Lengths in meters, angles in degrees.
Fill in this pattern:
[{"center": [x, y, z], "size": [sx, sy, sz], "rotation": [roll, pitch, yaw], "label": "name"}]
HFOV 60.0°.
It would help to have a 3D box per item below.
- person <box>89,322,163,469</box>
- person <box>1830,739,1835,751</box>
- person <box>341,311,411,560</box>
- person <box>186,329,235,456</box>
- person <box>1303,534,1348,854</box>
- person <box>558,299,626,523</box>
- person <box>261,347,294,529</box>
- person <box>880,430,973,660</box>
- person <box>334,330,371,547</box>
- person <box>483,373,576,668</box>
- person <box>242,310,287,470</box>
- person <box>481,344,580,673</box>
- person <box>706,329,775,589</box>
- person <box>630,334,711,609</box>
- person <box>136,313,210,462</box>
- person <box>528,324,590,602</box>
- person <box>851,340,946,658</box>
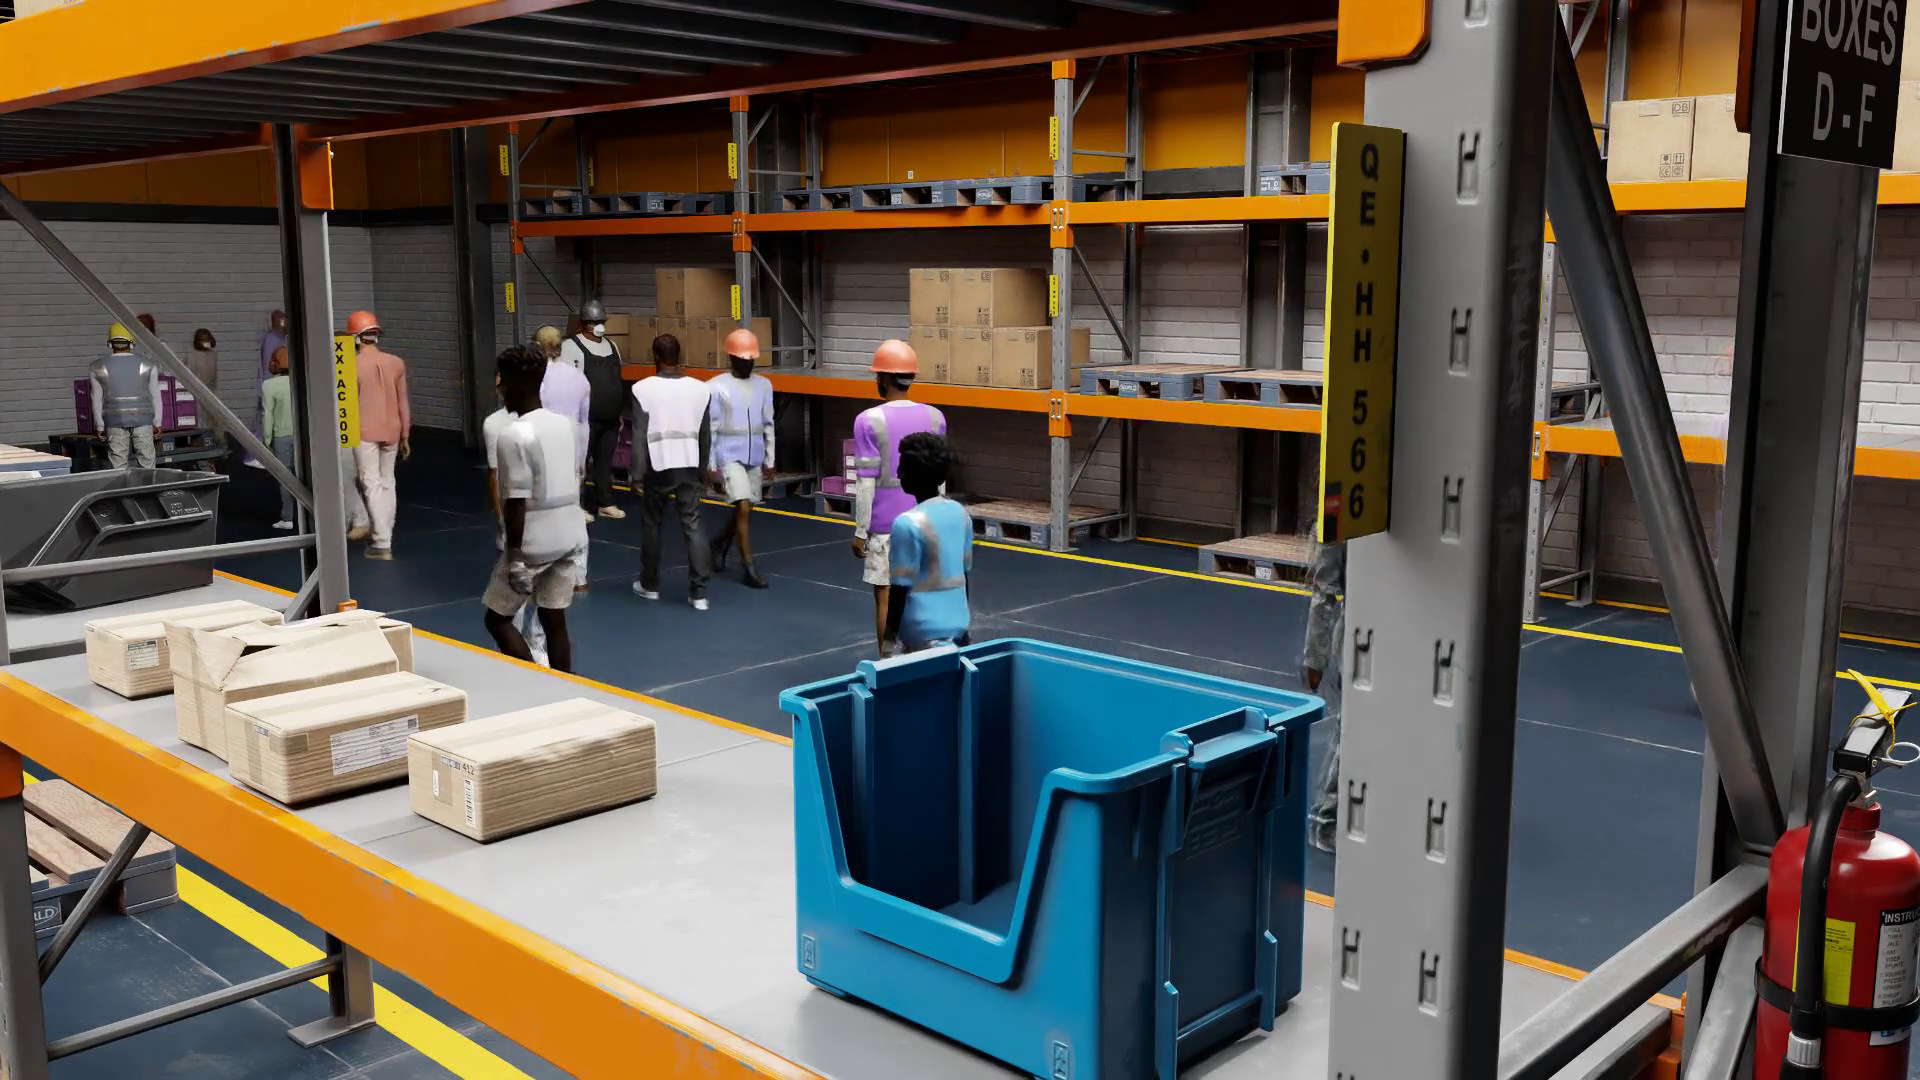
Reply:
[{"center": [-7.684, -1.095, 15.364], "size": [0.590, 1.833, 0.404], "rotation": [-5, 11, -28], "label": "person"}, {"center": [4.017, -0.013, 8.125], "size": [0.623, 2.030, 0.665], "rotation": [-4, 10, -21], "label": "person"}, {"center": [-4.721, -0.829, 13.305], "size": [0.498, 1.994, 0.634], "rotation": [6, 11, 35], "label": "person"}, {"center": [-9.213, -1.780, 20.301], "size": [0.833, 1.585, 0.527], "rotation": [5, 10, 26], "label": "person"}, {"center": [1.625, 0.451, 6.254], "size": [0.488, 1.700, 0.805], "rotation": [-6, 11, -32], "label": "person"}, {"center": [-3.330, -1.186, 15.282], "size": [0.537, 2.000, 0.674], "rotation": [7, 12, 37], "label": "person"}, {"center": [-5.989, -0.911, 14.879], "size": [0.288, 1.626, 0.497], "rotation": [8, 12, 40], "label": "person"}, {"center": [-0.115, 0.366, 6.973], "size": [0.891, 1.653, 0.536], "rotation": [4, 10, 23], "label": "person"}, {"center": [-5.190, -0.855, 13.966], "size": [0.624, 1.812, 0.823], "rotation": [4, 10, 21], "label": "person"}, {"center": [-2.397, -0.103, 9.224], "size": [0.442, 1.846, 0.538], "rotation": [4, 10, 22], "label": "person"}, {"center": [-7.821, -1.721, 19.173], "size": [1.032, 1.848, 0.662], "rotation": [-3, 10, -17], "label": "person"}, {"center": [-2.091, 0.017, 8.173], "size": [0.418, 1.949, 0.617], "rotation": [4, 10, 23], "label": "person"}, {"center": [-1.658, -0.621, 12.315], "size": [0.546, 1.896, 0.914], "rotation": [-7, 11, -36], "label": "person"}, {"center": [-2.026, -0.482, 11.528], "size": [0.647, 1.859, 0.931], "rotation": [-5, 11, -30], "label": "person"}, {"center": [-9.062, -1.692, 19.099], "size": [0.588, 1.831, 0.966], "rotation": [6, 11, 32], "label": "person"}, {"center": [-2.824, -0.527, 11.556], "size": [0.353, 1.936, 0.635], "rotation": [6, 11, 32], "label": "person"}, {"center": [-0.343, -0.104, 8.965], "size": [0.552, 1.936, 0.362], "rotation": [-6, 11, -31], "label": "person"}]
